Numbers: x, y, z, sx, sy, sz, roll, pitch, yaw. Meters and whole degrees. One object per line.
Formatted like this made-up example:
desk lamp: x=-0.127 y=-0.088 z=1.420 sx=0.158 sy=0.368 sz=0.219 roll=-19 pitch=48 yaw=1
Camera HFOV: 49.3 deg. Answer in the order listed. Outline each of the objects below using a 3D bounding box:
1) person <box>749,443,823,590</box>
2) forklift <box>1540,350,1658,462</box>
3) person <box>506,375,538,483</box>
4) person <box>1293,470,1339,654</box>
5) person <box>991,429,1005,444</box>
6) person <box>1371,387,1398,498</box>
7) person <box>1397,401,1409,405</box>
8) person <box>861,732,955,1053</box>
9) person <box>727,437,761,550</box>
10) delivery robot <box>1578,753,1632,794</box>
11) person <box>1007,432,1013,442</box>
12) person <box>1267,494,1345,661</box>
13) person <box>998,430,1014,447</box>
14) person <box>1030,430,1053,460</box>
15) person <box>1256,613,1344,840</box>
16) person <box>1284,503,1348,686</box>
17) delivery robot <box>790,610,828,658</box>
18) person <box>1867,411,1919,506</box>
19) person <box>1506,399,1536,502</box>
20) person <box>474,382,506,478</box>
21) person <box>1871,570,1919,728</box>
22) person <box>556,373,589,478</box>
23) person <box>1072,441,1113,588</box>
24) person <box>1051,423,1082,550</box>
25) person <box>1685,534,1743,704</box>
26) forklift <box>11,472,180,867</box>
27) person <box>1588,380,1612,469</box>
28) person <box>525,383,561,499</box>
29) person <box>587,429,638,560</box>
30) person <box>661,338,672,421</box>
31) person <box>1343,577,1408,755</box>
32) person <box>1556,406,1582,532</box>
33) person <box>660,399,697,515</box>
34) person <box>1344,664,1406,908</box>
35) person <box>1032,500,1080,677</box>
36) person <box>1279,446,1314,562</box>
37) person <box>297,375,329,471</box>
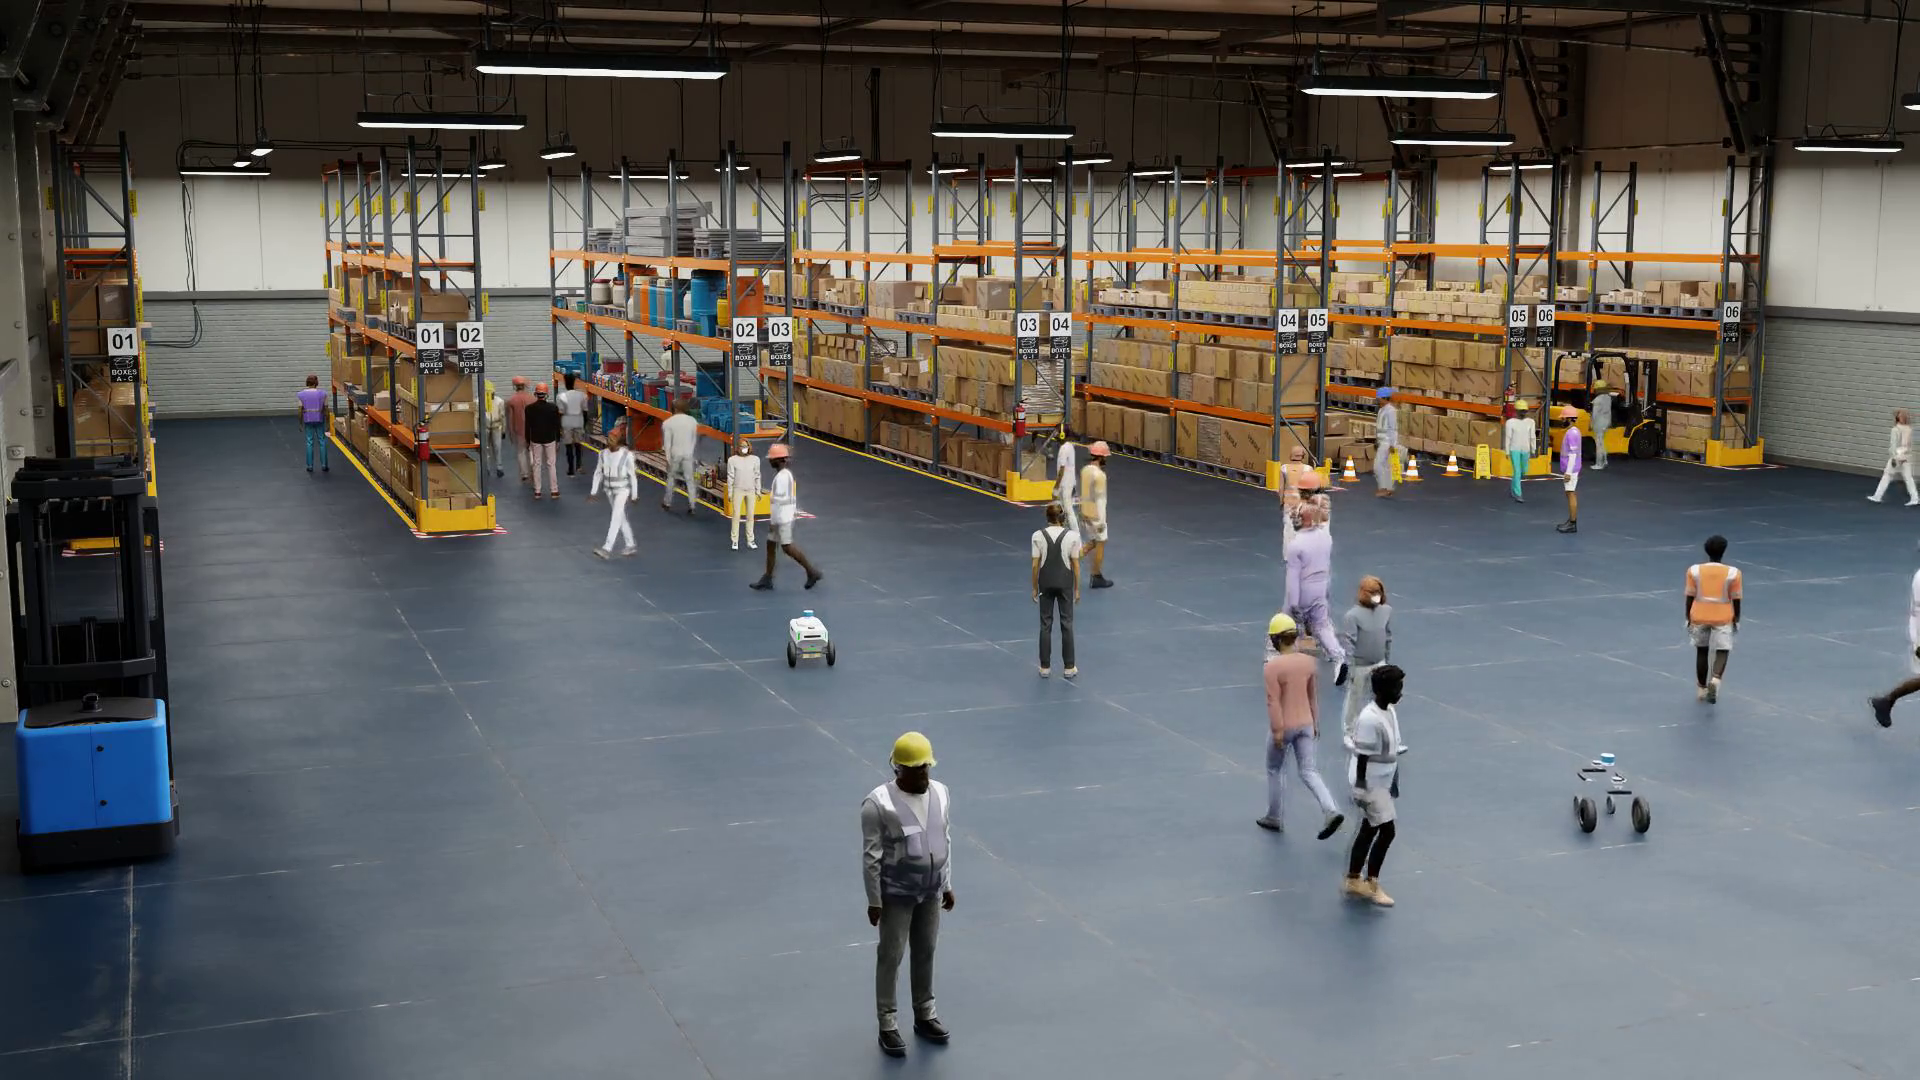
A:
person: x=-2.238 y=-0.298 z=26.933 sx=0.899 sy=1.912 sz=0.543 roll=-1 pitch=9 yaw=-7
forklift: x=12.897 y=-2.725 z=42.309 sx=2.313 sy=2.155 sz=1.214 roll=-3 pitch=9 yaw=-21
person: x=-7.961 y=-2.022 z=38.215 sx=0.636 sy=1.969 sz=0.522 roll=-4 pitch=9 yaw=-23
person: x=3.843 y=0.241 z=22.950 sx=0.456 sy=2.024 sz=0.630 roll=5 pitch=10 yaw=28
person: x=0.862 y=-2.954 z=44.910 sx=0.645 sy=1.824 sz=0.446 roll=-2 pitch=9 yaw=-16
person: x=7.234 y=-1.668 z=35.998 sx=0.589 sy=1.923 sz=0.639 roll=-1 pitch=9 yaw=-4
person: x=9.809 y=-3.081 z=45.466 sx=0.646 sy=1.912 sz=0.794 roll=-3 pitch=9 yaw=-19
person: x=-0.276 y=1.988 z=11.947 sx=0.600 sy=1.829 sz=0.404 roll=-6 pitch=11 yaw=-36
person: x=-3.130 y=-0.680 z=30.392 sx=0.504 sy=1.632 sz=0.270 roll=-3 pitch=9 yaw=-21
delivery robot: x=5.081 y=1.796 z=16.434 sx=0.335 sy=0.223 sz=0.698 roll=0 pitch=8 yaw=0
person: x=0.947 y=-2.605 z=42.252 sx=0.388 sy=1.926 sz=0.590 roll=-1 pitch=9 yaw=-5
person: x=3.750 y=0.431 z=22.283 sx=1.007 sy=1.848 sz=0.660 roll=1 pitch=9 yaw=4
person: x=0.991 y=-2.581 z=42.463 sx=0.630 sy=1.823 sz=0.779 roll=-3 pitch=9 yaw=-20
person: x=1.634 y=-2.661 z=42.422 sx=0.633 sy=2.003 sz=0.931 roll=-3 pitch=9 yaw=-17
person: x=2.613 y=1.439 z=16.037 sx=0.532 sy=1.716 sz=0.815 roll=-5 pitch=10 yaw=-30
person: x=3.587 y=0.555 z=21.373 sx=0.646 sy=1.873 sz=0.852 roll=-6 pitch=10 yaw=-34
delivery robot: x=-1.633 y=1.004 z=22.577 sx=0.477 sy=0.478 sz=0.707 roll=-2 pitch=9 yaw=-11
person: x=15.760 y=-1.376 z=35.171 sx=0.539 sy=1.590 sz=0.880 roll=-5 pitch=10 yaw=-32
person: x=9.556 y=-1.548 z=35.800 sx=0.532 sy=1.745 sz=0.664 roll=-1 pitch=9 yaw=-8
person: x=-8.765 y=-2.054 z=39.064 sx=0.607 sy=1.780 sz=0.904 roll=-3 pitch=9 yaw=-17
person: x=8.797 y=0.866 z=19.113 sx=0.692 sy=1.921 sz=0.564 roll=8 pitch=12 yaw=43
person: x=-7.261 y=-2.145 z=39.079 sx=0.633 sy=1.953 sz=0.446 roll=-5 pitch=10 yaw=-31
person: x=1.705 y=-0.332 z=27.116 sx=0.551 sy=1.920 sz=0.574 roll=-4 pitch=9 yaw=-24
person: x=1.422 y=-0.768 z=30.322 sx=0.795 sy=1.831 sz=0.571 roll=1 pitch=9 yaw=8
person: x=7.351 y=0.786 z=20.482 sx=0.538 sy=1.681 sz=0.651 roll=4 pitch=10 yaw=26
forklift: x=-6.630 y=0.886 z=15.957 sx=1.129 sy=2.768 sz=1.873 roll=-3 pitch=9 yaw=-21
person: x=12.313 y=-2.231 z=40.374 sx=0.519 sy=1.727 sz=0.375 roll=-7 pitch=11 yaw=-37
person: x=-7.179 y=-1.713 z=36.075 sx=0.610 sy=1.996 sz=0.386 roll=0 pitch=9 yaw=0
person: x=-4.889 y=-0.651 z=29.552 sx=0.589 sy=1.824 sz=1.012 roll=5 pitch=10 yaw=32
person: x=-7.034 y=-3.892 z=50.645 sx=0.406 sy=1.987 sz=0.616 roll=5 pitch=10 yaw=30
person: x=3.640 y=1.121 z=18.500 sx=0.528 sy=1.584 sz=0.851 roll=-3 pitch=9 yaw=-19
person: x=9.341 y=-1.094 z=32.142 sx=0.379 sy=1.936 sz=0.548 roll=3 pitch=9 yaw=21
person: x=-4.574 y=-1.362 z=34.141 sx=0.632 sy=1.887 sz=1.037 roll=-5 pitch=10 yaw=-30
person: x=2.915 y=1.686 z=14.452 sx=0.550 sy=1.670 sz=0.549 roll=4 pitch=10 yaw=28
person: x=0.995 y=0.507 z=21.788 sx=0.506 sy=1.843 sz=0.351 roll=1 pitch=9 yaw=9
person: x=4.687 y=-0.498 z=29.158 sx=0.512 sy=1.640 sz=0.309 roll=3 pitch=9 yaw=21
person: x=-12.365 y=-2.233 z=40.072 sx=0.564 sy=1.837 sz=0.396 roll=-3 pitch=9 yaw=-16
